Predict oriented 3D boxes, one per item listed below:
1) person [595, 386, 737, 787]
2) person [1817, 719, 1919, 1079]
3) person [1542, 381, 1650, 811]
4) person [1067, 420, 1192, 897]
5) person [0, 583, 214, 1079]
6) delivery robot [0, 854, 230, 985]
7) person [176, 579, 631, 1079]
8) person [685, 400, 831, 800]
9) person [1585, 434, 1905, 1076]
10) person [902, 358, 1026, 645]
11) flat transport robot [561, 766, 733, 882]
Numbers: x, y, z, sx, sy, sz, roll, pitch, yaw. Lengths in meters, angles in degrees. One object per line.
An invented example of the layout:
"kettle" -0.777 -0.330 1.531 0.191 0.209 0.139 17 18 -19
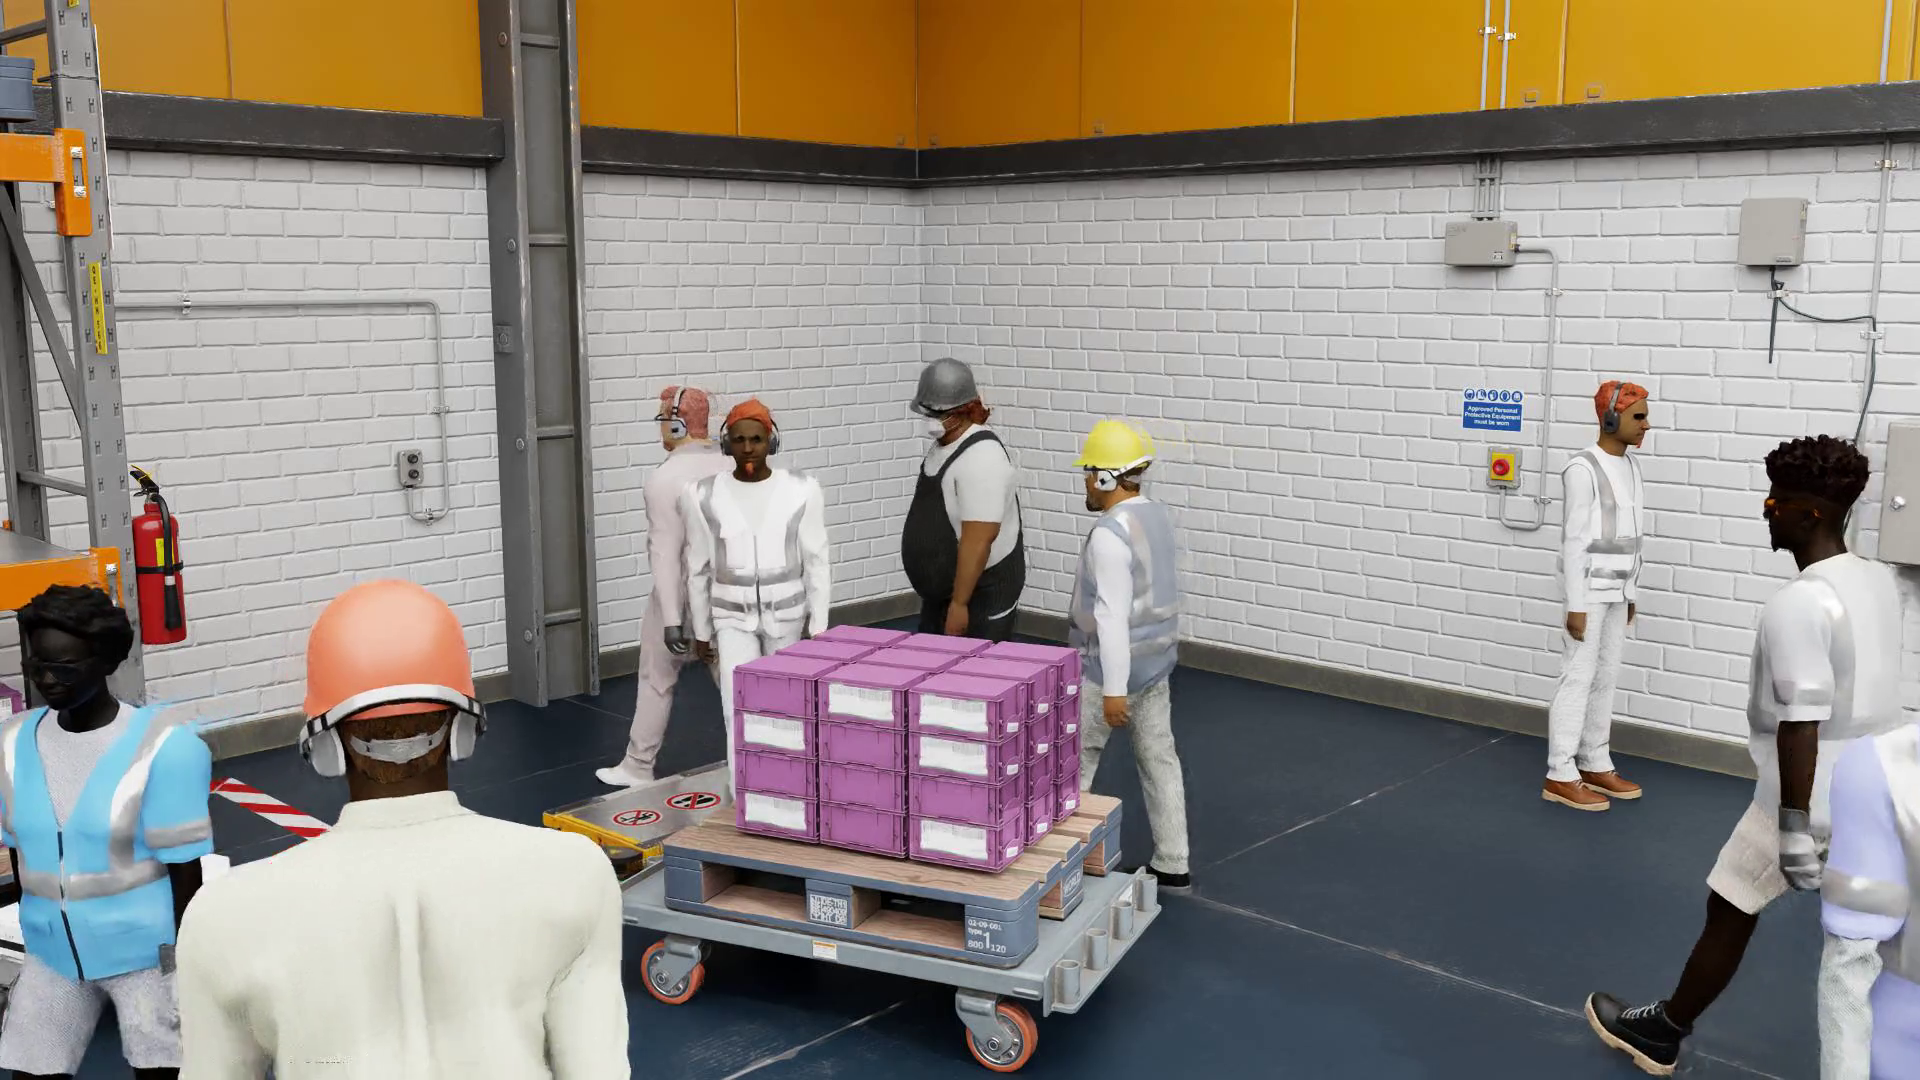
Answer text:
"person" -1.173 0.243 7.397 0.965 1.858 0.635 7 12 39
"person" 1.764 0.948 2.874 0.547 1.916 0.584 3 10 16
"person" 2.826 0.243 7.326 0.591 1.882 0.366 -8 12 -42
"person" 0.520 0.449 6.302 0.854 1.793 0.619 5 11 28
"person" -1.907 0.923 3.725 0.537 1.686 0.363 1 9 5
"delivery robot" -2.680 1.189 5.266 0.477 0.478 0.707 4 10 24
"person" -0.785 1.023 2.397 0.620 1.933 1.063 -4 10 -21
"person" -0.827 0.347 6.850 0.577 1.840 0.969 -1 9 -7
"person" 2.312 0.666 4.596 0.606 1.914 1.007 -6 11 -33
"person" 0.049 0.151 7.385 0.634 2.000 0.717 -3 10 -16
"flat transport robot" -1.023 1.132 6.780 0.652 0.197 1.431 8 12 41
